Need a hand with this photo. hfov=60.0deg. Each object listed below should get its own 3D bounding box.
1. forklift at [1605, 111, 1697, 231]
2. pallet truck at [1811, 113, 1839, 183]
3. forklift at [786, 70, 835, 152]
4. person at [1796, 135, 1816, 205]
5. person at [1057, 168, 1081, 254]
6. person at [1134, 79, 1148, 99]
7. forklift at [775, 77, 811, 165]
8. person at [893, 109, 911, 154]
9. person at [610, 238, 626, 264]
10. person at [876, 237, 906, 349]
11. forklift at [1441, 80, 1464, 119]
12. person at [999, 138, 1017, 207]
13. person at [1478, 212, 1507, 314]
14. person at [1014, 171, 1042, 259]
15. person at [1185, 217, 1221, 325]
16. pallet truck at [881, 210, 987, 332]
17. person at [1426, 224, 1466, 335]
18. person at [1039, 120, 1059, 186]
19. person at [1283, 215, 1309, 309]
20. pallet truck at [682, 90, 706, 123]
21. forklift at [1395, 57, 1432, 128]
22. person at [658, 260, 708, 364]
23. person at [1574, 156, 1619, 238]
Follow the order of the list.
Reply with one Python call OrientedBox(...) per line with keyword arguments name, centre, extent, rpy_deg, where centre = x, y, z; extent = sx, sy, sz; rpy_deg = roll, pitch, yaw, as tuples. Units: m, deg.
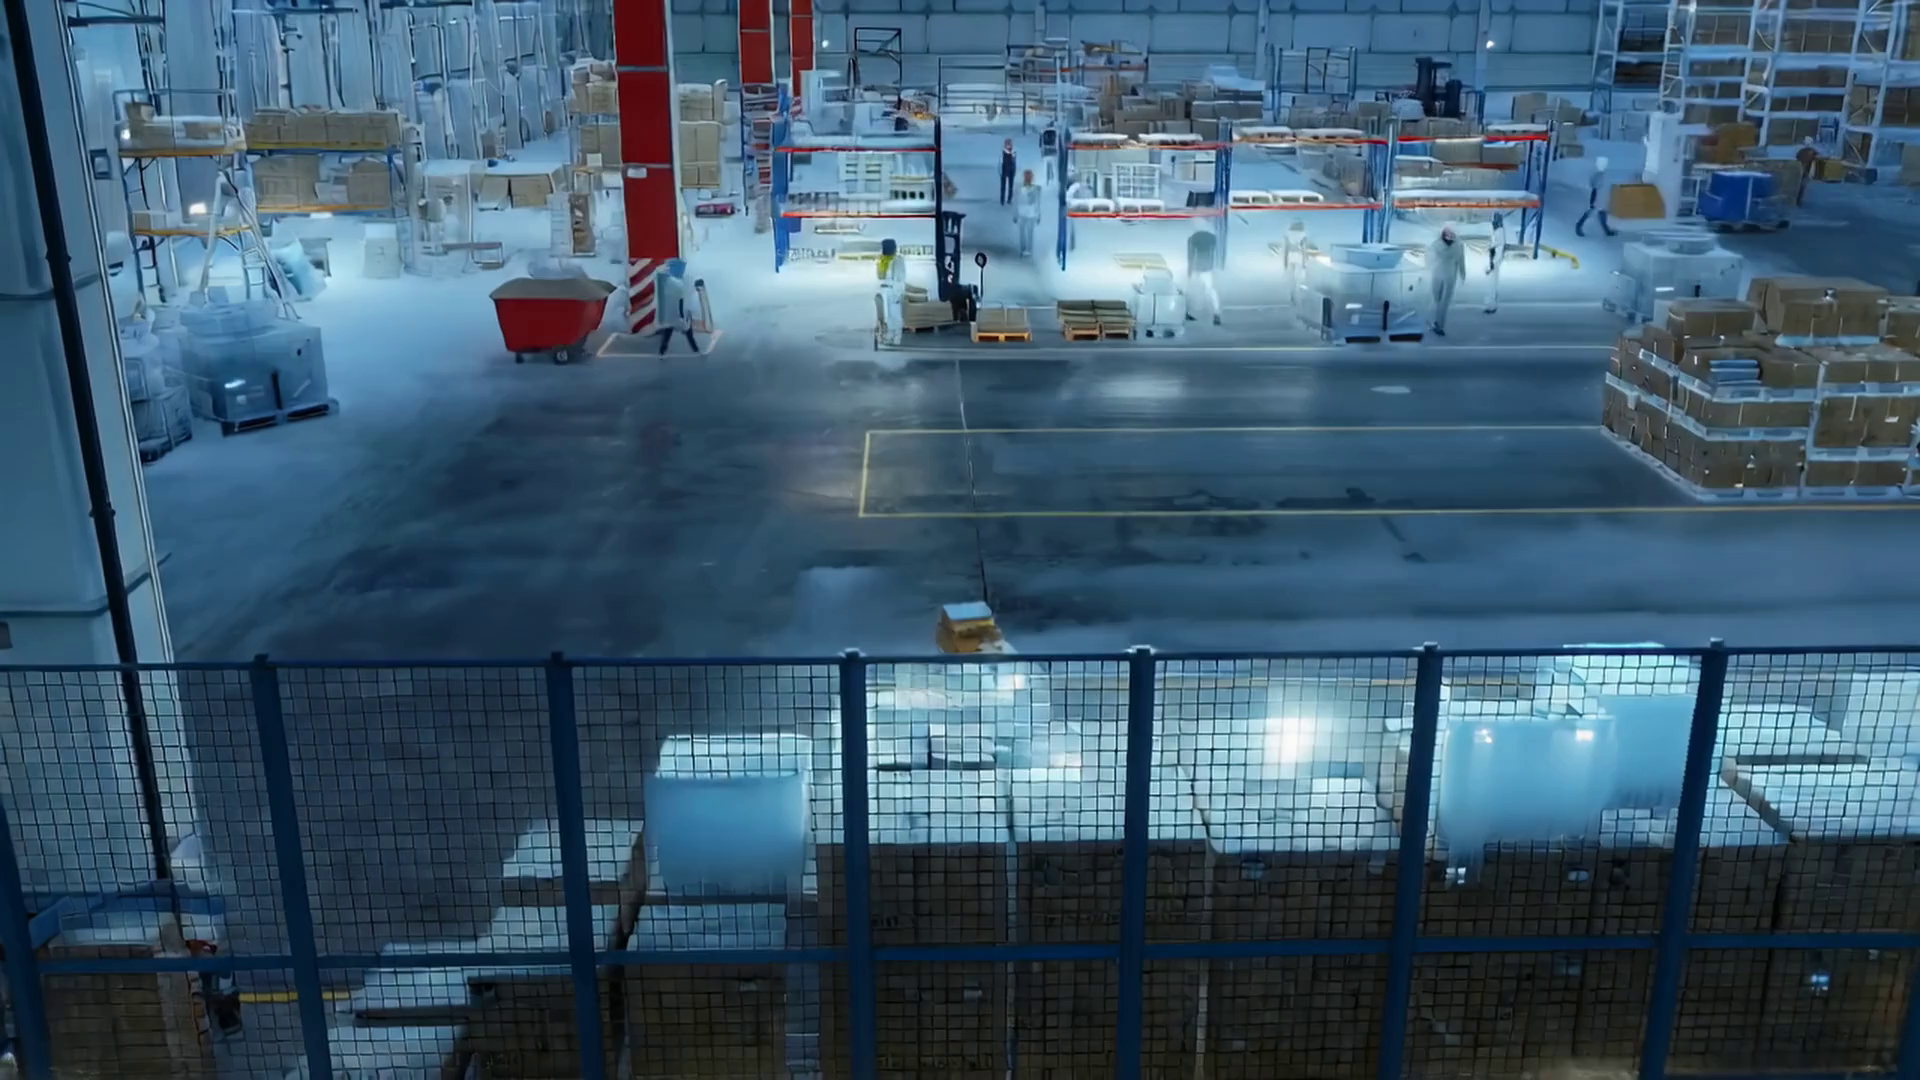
OrientedBox(name="forklift", centre=(17.028, -9.031, 40.662), extent=(1.873, 2.768, 1.129), rpy_deg=(-1, 19, -2))
OrientedBox(name="pallet truck", centre=(26.403, -11.957, 50.702), extent=(0.823, 1.965, 1.885), rpy_deg=(6, 19, 16))
OrientedBox(name="forklift", centre=(-5.368, -15.171, 58.877), extent=(1.873, 2.768, 1.129), rpy_deg=(-10, 21, -28))
OrientedBox(name="person", centre=(23.082, -10.134, 45.537), extent=(0.543, 1.831, 0.871), rpy_deg=(3, 19, 10))
OrientedBox(name="person", centre=(2.425, -7.353, 37.185), extent=(0.496, 1.901, 0.630), rpy_deg=(-17, 25, -40))
OrientedBox(name="person", centre=(7.563, -18.324, 69.694), extent=(0.627, 1.933, 0.371), rpy_deg=(-4, 19, -12))
OrientedBox(name="forklift", centre=(-5.920, -13.893, 55.085), extent=(1.873, 2.768, 1.129), rpy_deg=(-1, 19, -1))
OrientedBox(name="person", centre=(-1.878, -13.186, 54.553), extent=(0.604, 1.859, 0.577), rpy_deg=(-11, 21, -29))
OrientedBox(name="person", centre=(-7.128, -6.905, 35.886), extent=(0.908, 1.902, 0.544), rpy_deg=(-10, 21, -27))
OrientedBox(name="person", centre=(-1.162, -4.114, 27.686), extent=(0.429, 1.838, 0.620), rpy_deg=(-11, 22, -30))
OrientedBox(name="forklift", centre=(15.644, -13.239, 53.146), extent=(1.873, 2.768, 1.129), rpy_deg=(-1, 19, -1))
OrientedBox(name="person", centre=(1.294, -9.944, 45.023), extent=(0.516, 1.802, 0.928), rpy_deg=(1, 19, 4))
OrientedBox(name="person", centre=(9.803, -5.083, 30.520), extent=(0.329, 1.865, 0.507), rpy_deg=(13, 23, 34))
OrientedBox(name="person", centre=(1.485, -7.137, 36.565), extent=(0.612, 1.884, 0.925), rpy_deg=(2, 19, 6))
OrientedBox(name="person", centre=(4.335, -4.778, 29.561), extent=(0.650, 1.900, 0.984), rpy_deg=(-9, 21, -24))
OrientedBox(name="pallet truck", centre=(-0.493, -4.759, 29.349), extent=(1.885, 1.965, 0.823), rpy_deg=(-13, 23, -34))
OrientedBox(name="person", centre=(8.342, -4.453, 28.556), extent=(0.660, 1.921, 0.547), rpy_deg=(-1, 19, -3))
OrientedBox(name="person", centre=(2.665, -11.578, 49.741), extent=(0.565, 1.890, 0.980), rpy_deg=(0, 19, 0))
OrientedBox(name="person", centre=(6.280, -5.193, 31.042), extent=(0.518, 1.722, 0.567), rpy_deg=(11, 21, 29))
OrientedBox(name="pallet truck", centre=(-9.671, -15.907, 62.421), extent=(0.823, 1.965, 1.885), rpy_deg=(5, 19, 15))
OrientedBox(name="forklift", centre=(19.108, -18.499, 68.749), extent=(1.873, 2.768, 1.129), rpy_deg=(-1, 19, -1))
OrientedBox(name="person", centre=(-4.493, -3.659, 26.612), extent=(0.550, 1.644, 0.894), rpy_deg=(17, 25, 40))
OrientedBox(name="person", centre=(15.168, -8.126, 39.464), extent=(1.015, 1.907, 0.629), rpy_deg=(4, 19, 11))
